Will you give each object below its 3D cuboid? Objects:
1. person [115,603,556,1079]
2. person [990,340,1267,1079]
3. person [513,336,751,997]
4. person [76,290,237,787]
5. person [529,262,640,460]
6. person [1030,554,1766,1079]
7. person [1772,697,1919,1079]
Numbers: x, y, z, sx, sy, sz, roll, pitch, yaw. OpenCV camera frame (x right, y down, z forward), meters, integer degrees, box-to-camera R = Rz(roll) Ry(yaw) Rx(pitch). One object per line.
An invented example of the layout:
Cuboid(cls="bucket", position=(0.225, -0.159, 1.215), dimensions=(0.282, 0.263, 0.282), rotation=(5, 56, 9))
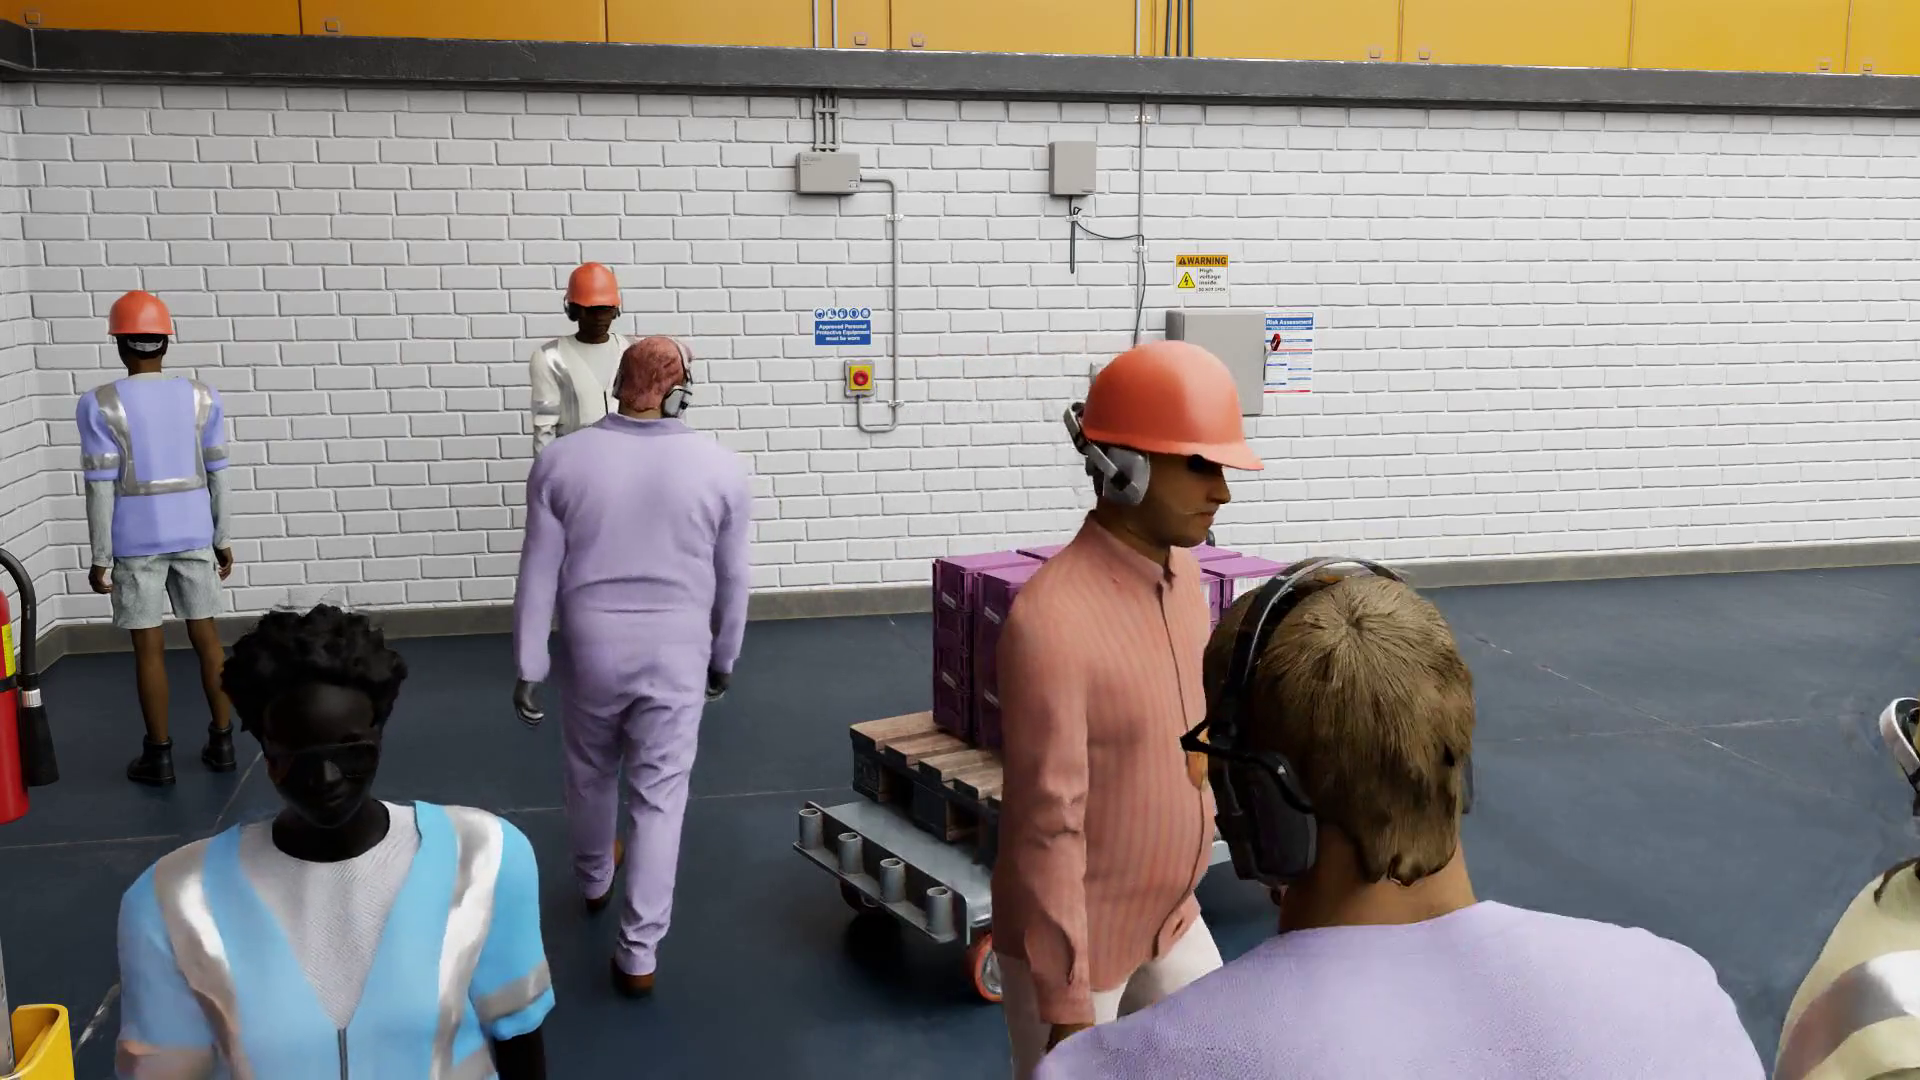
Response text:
Cuboid(cls="person", position=(-0.795, 0.907, 2.184), dimensions=(0.542, 1.680, 0.365), rotation=(-3, 11, -18))
Cuboid(cls="person", position=(0.329, 0.664, 2.741), dimensions=(0.741, 1.963, 0.665), rotation=(7, 12, 33))
Cuboid(cls="person", position=(-0.963, 0.328, 4.952), dimensions=(0.686, 1.848, 0.952), rotation=(-1, 10, -8))
Cuboid(cls="person", position=(-3.153, -0.005, 6.544), dimensions=(0.375, 1.935, 0.551), rotation=(10, 14, 44))
Cuboid(cls="person", position=(-1.703, -0.295, 7.900), dimensions=(0.613, 2.033, 0.411), rotation=(-6, 12, -32))
Cuboid(cls="person", position=(0.345, 0.964, 1.297), dimensions=(0.624, 1.901, 0.912), rotation=(-2, 10, -10))
Cuboid(cls="person", position=(0.930, 0.934, 1.700), dimensions=(0.657, 1.814, 0.598), rotation=(8, 13, 36))
